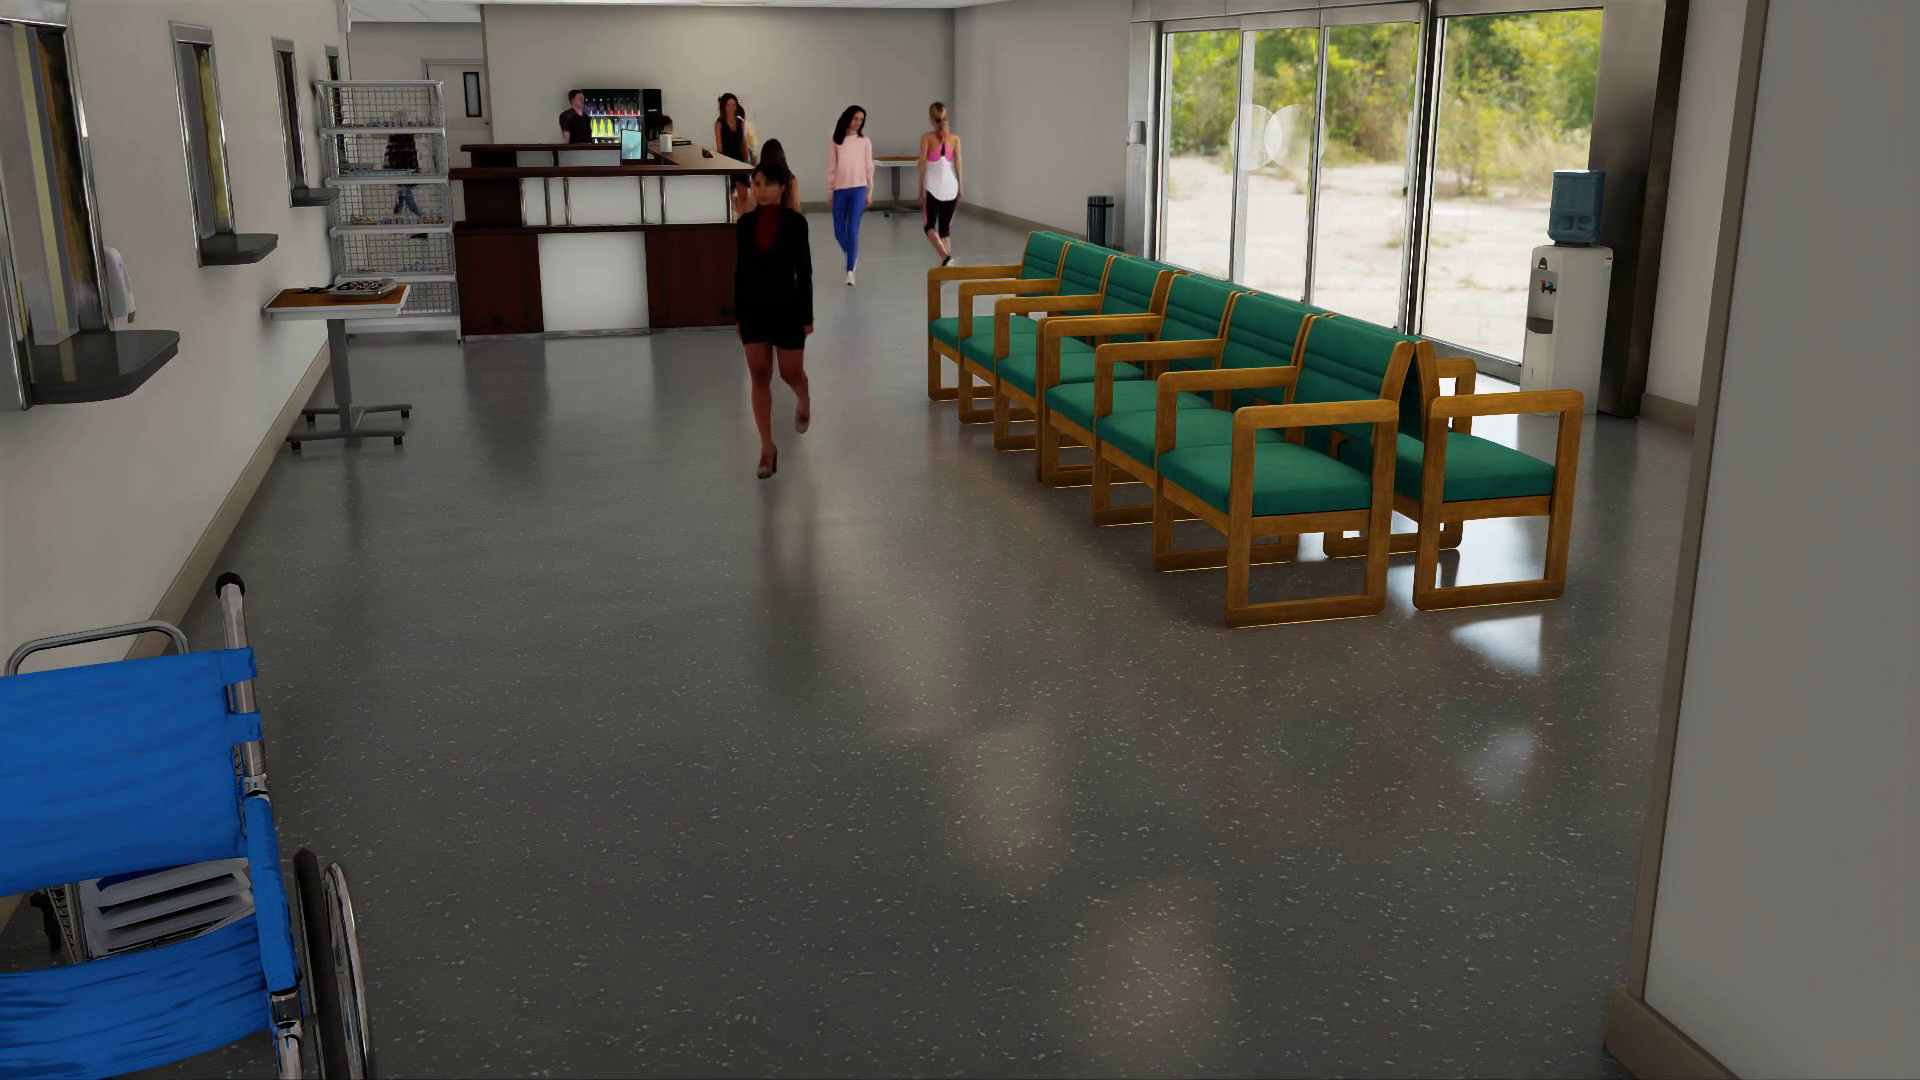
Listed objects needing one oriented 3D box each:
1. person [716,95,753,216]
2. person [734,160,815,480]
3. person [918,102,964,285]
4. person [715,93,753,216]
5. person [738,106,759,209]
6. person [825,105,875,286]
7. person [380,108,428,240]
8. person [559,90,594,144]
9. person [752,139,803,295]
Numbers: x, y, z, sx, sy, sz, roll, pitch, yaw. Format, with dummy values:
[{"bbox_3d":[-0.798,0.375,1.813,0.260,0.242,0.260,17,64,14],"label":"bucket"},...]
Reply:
[{"bbox_3d":[-2.741,-4.530,20.435,0.804,1.775,0.871,-13,20,-38],"label":"person"},{"bbox_3d":[-0.966,-1.146,8.710,0.848,1.625,0.820,3,16,9],"label":"person"},{"bbox_3d":[-0.171,-3.401,16.438,0.733,1.771,0.739,-6,17,-19],"label":"person"},{"bbox_3d":[-2.770,-4.362,19.803,1.063,1.795,0.944,-14,21,-40],"label":"person"},{"bbox_3d":[-3.037,-5.341,23.641,0.765,1.596,0.763,-10,19,-31],"label":"person"},{"bbox_3d":[-1.098,-3.422,16.573,0.990,1.739,0.875,0,16,2],"label":"person"},{"bbox_3d":[-6.928,-4.562,20.880,1.094,1.595,0.902,4,16,13],"label":"person"},{"bbox_3d":[-5.169,-5.065,22.244,1.195,1.824,1.124,8,18,26],"label":"person"},{"bbox_3d":[-1.471,-2.456,13.488,0.743,1.552,0.694,-2,16,-5],"label":"person"}]
